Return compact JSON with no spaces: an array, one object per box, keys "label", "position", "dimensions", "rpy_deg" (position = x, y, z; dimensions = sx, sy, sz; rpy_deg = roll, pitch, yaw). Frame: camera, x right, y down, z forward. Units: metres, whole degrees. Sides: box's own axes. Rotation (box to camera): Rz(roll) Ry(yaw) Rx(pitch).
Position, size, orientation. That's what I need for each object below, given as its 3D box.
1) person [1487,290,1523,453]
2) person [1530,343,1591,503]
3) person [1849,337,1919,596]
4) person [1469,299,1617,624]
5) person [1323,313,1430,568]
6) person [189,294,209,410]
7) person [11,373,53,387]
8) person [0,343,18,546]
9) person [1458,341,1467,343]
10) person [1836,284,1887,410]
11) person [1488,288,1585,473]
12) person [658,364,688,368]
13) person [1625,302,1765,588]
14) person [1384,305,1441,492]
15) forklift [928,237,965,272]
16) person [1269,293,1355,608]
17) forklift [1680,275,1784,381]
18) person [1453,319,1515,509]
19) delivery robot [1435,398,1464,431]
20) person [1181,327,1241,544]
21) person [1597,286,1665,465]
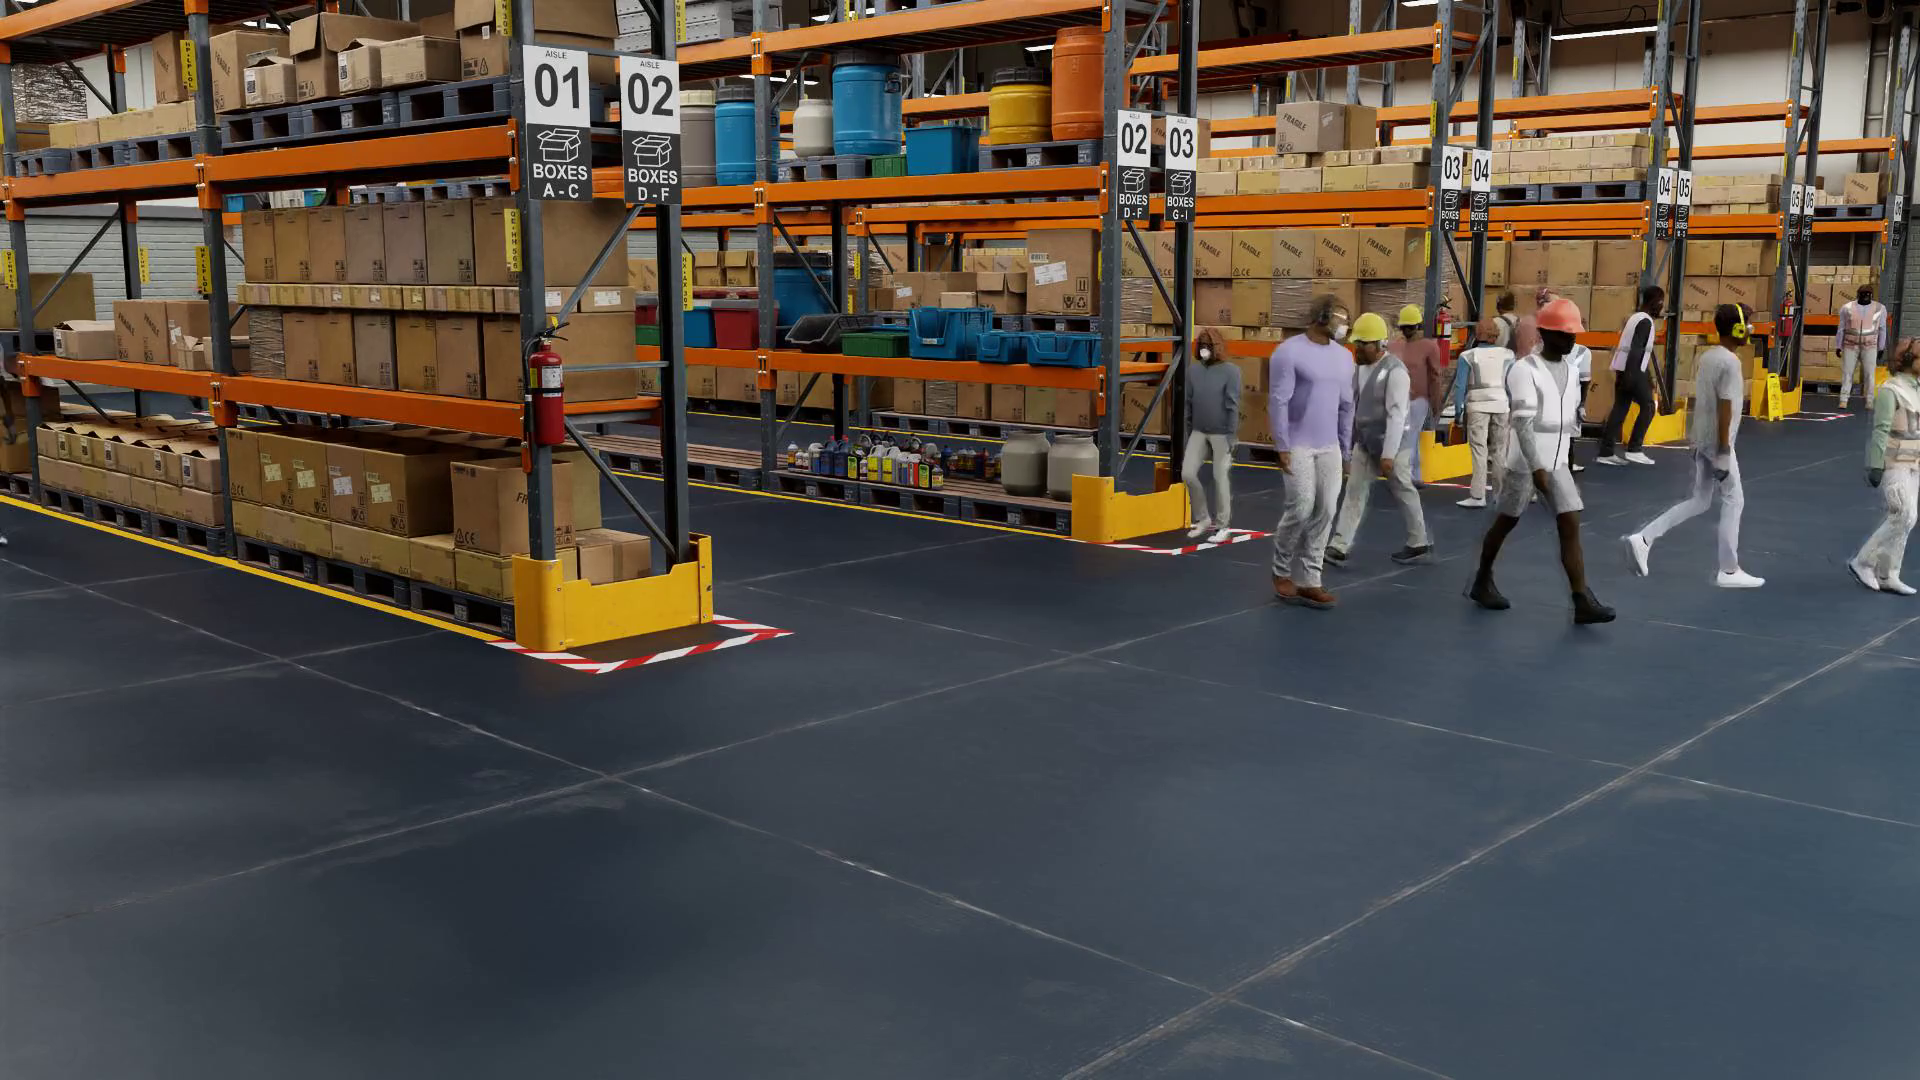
[{"label":"person","position":[6.081,-1.870,18.533],"dimensions":[0.552,1.823,0.606],"rpy_deg":[-5,10,-27]},{"label":"person","position":[5.237,-1.167,14.590],"dimensions":[0.535,1.697,0.318],"rpy_deg":[3,10,19]},{"label":"person","position":[5.938,-0.458,10.464],"dimensions":[0.517,1.623,0.362],"rpy_deg":[-7,12,-37]},{"label":"person","position":[3.427,-0.468,9.772],"dimensions":[0.545,1.883,1.041],"rpy_deg":[-4,10,-24]},{"label":"person","position":[2.884,-0.674,11.414],"dimensions":[1.007,1.747,0.597],"rpy_deg":[-4,10,-25]},{"label":"person","position":[-11.001,-2.849,24.308],"dimensions":[0.538,1.909,0.936],"rpy_deg":[3,10,19]},{"label":"person","position":[-11.135,-2.150,20.014],"dimensions":[0.857,1.887,0.602],"rpy_deg":[7,11,36]},{"label":"person","position":[-7.416,-0.901,12.516],"dimensions":[0.817,1.843,0.526],"rpy_deg":[7,12,38]},{"label":"person","position":[8.748,-3.579,28.720],"dimensions":[0.798,1.906,0.564],"rpy_deg":[8,12,42]},{"label":"person","position":[13.223,-2.832,24.413],"dimensions":[0.642,1.835,0.430],"rpy_deg":[5,11,30]},{"label":"person","position":[5.839,-1.617,16.879],"dimensions":[0.645,1.862,0.984],"rpy_deg":[-7,11,-36]},{"label":"person","position":[-3.840,-2.452,22.272],"dimensions":[0.372,1.755,0.547],"rpy_deg":[9,13,44]},{"label":"person","position":[4.819,-0.617,10.785],"dimensions":[0.799,1.847,0.521],"rpy_deg":[0,9,3]},{"label":"person","position":[4.019,-1.252,15.026],"dimensions":[0.553,1.707,0.881],"rpy_deg":[8,12,42]},{"label":"forklift","position":[-0.326,-5.817,39.609],"dimensions":[1.129,2.768,1.873],"rpy_deg":[9,13,43]},{"label":"person","position":[2.157,-0.544,10.127],"dimensions":[0.672,1.902,0.457],"rpy_deg":[-5,10,-27]},{"label":"forklift","position":[12.480,-3.427,27.053],"dimensions":[1.214,2.155,2.313],"rpy_deg":[9,13,43]},{"label":"person","position":[4.565,-1.101,14.418],"dimensions":[0.607,1.618,0.486],"rpy_deg":[-1,9,-4]},{"label":"delivery robot","position":[5.883,-1.422,19.486],"dimensions":[0.707,0.478,0.477],"rpy_deg":[4,10,25]},{"label":"person","position":[1.882,-0.780,12.463],"dimensions":[0.508,1.619,0.387],"rpy_deg":[7,12,38]},{"label":"person","position":[7.062,-1.730,17.511],"dimensions":[0.699,1.865,0.602],"rpy_deg":[1,9,6]}]
